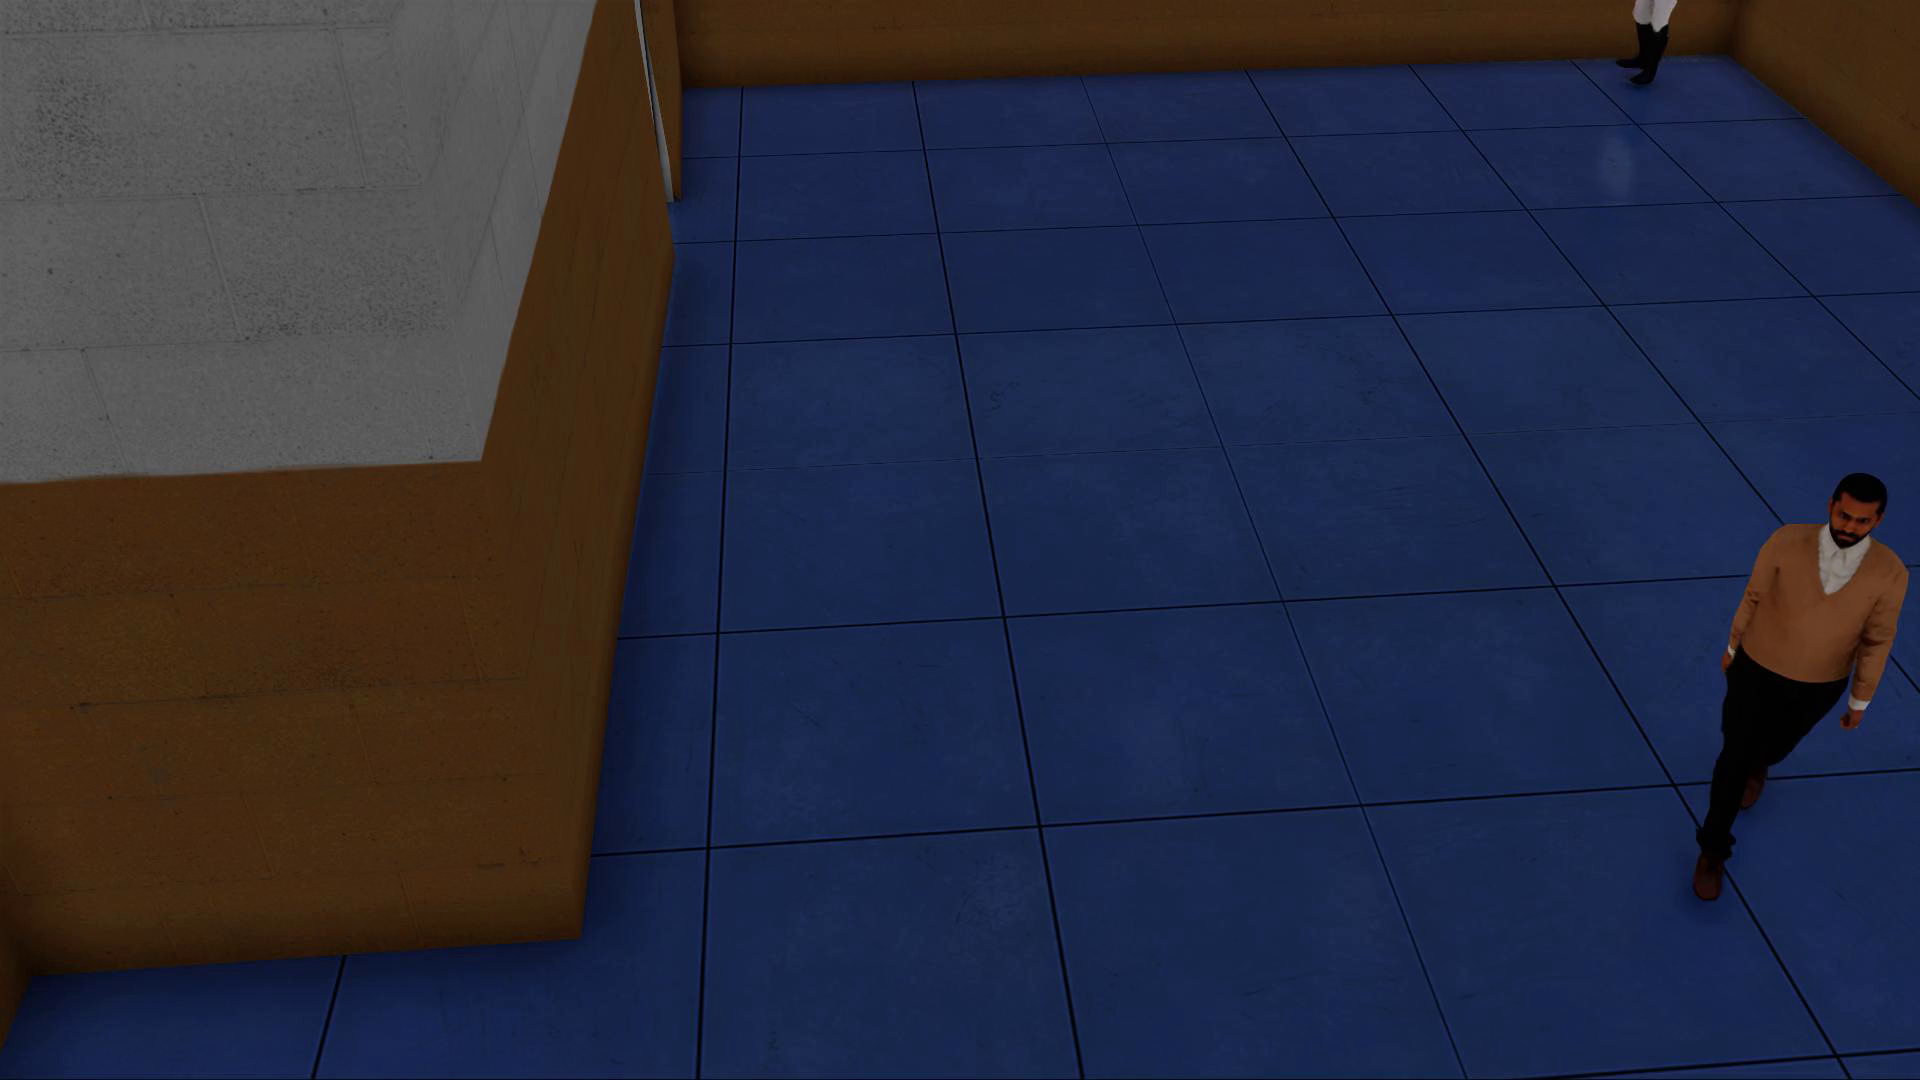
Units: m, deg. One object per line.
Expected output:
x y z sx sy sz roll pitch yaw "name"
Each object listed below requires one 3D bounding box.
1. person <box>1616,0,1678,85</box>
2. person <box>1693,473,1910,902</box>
5.328 -4.222 12.469 0.555 1.702 0.704 2 37 3 "person"
3.129 0.458 6.232 1.189 1.716 1.101 16 40 21 "person"
